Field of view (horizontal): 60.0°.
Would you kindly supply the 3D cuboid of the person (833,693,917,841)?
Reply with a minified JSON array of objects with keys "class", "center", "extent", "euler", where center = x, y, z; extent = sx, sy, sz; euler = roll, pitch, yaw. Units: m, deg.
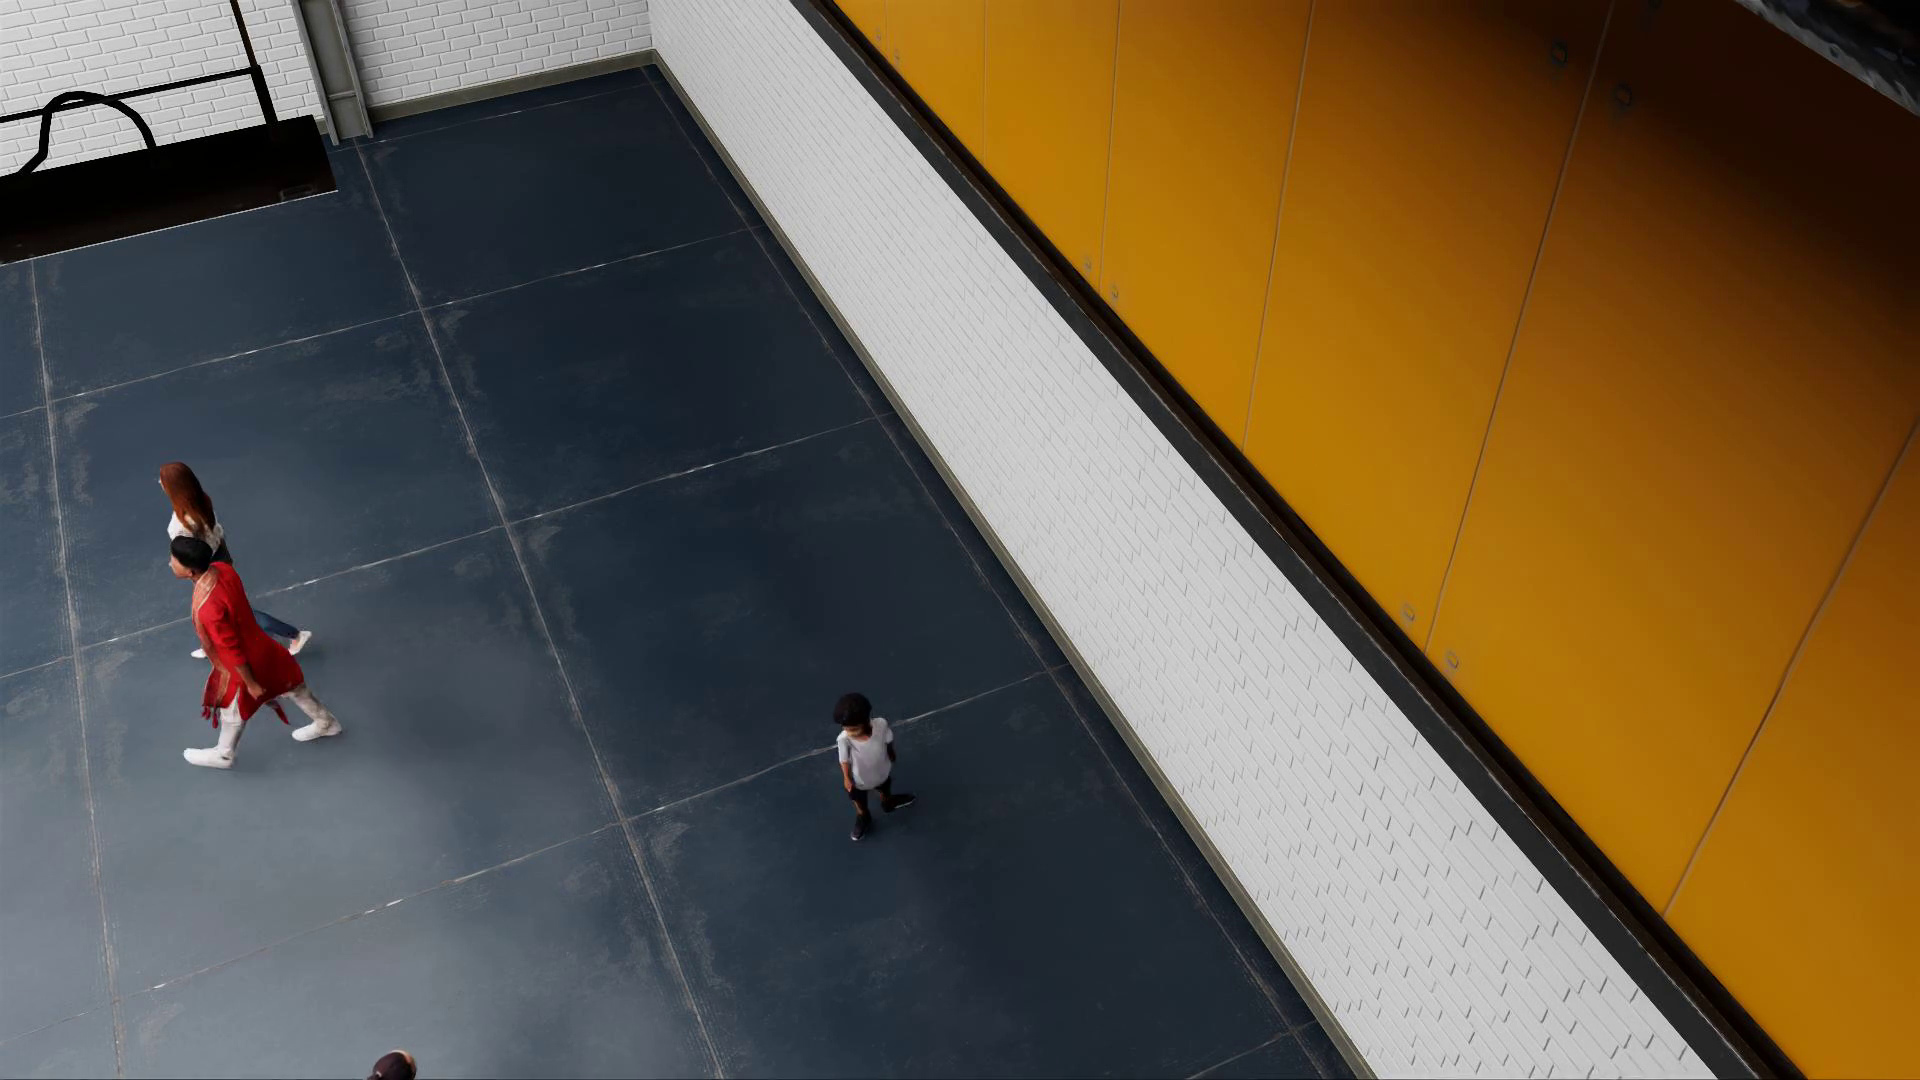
[{"class":"person","center":[-0.529,1.311,9.981],"extent":[0.389,1.242,0.746],"euler":[-26,50,-25]}]

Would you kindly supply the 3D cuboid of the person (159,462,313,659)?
[{"class":"person","center":[-4.788,0.188,10.827],"extent":[1.145,1.700,0.815],"euler":[-5,44,-5]}]

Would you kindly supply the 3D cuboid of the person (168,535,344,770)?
[{"class":"person","center":[-4.279,0.679,10.213],"extent":[1.237,1.836,0.937],"euler":[-7,44,-7]}]
